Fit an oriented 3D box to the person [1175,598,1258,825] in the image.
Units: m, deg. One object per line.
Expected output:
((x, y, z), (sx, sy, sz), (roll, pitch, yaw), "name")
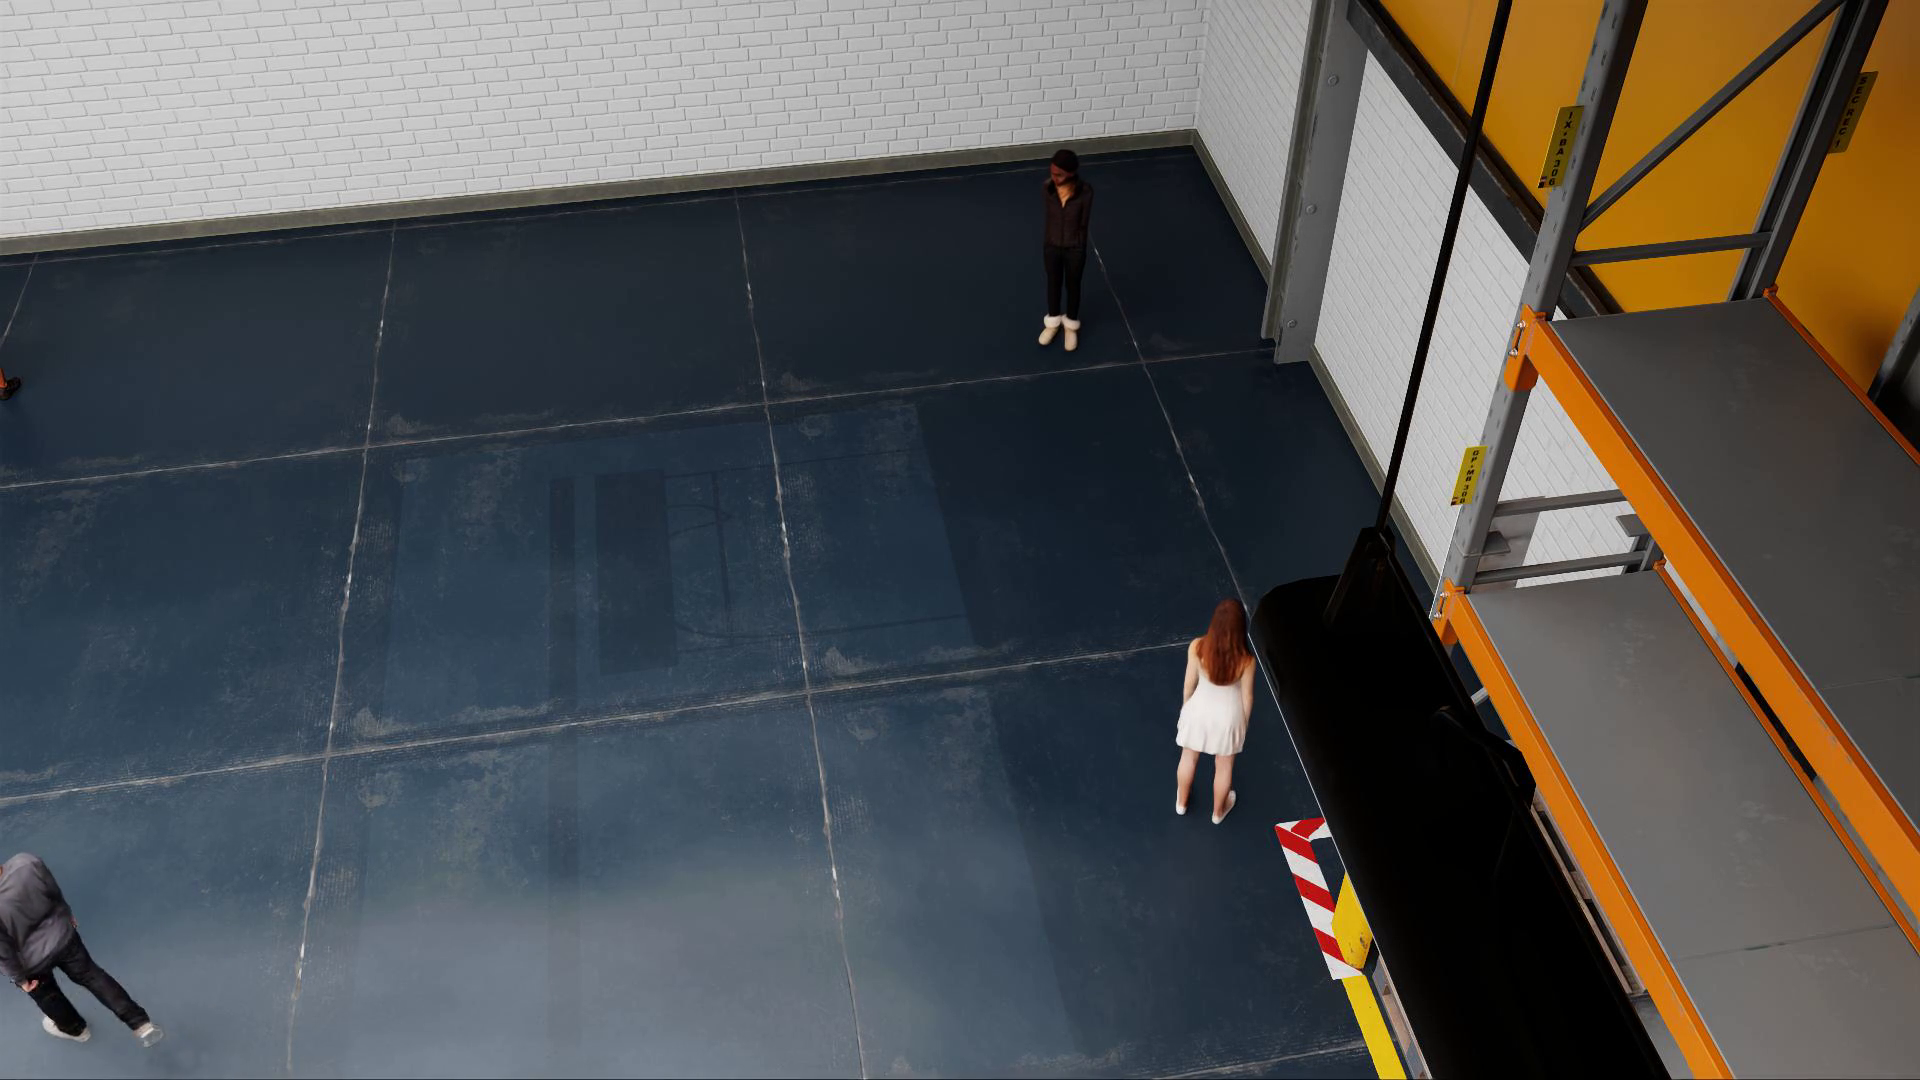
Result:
((1.448, 0.980, 9.469), (0.644, 1.709, 0.665), (14, 45, 14), "person")

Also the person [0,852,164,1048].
((-4.538, 2.054, 8.317), (1.019, 1.742, 1.027), (17, 46, 17), "person")

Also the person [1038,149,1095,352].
((0.823, -2.302, 12.946), (0.682, 1.663, 0.745), (5, 44, 6), "person")
